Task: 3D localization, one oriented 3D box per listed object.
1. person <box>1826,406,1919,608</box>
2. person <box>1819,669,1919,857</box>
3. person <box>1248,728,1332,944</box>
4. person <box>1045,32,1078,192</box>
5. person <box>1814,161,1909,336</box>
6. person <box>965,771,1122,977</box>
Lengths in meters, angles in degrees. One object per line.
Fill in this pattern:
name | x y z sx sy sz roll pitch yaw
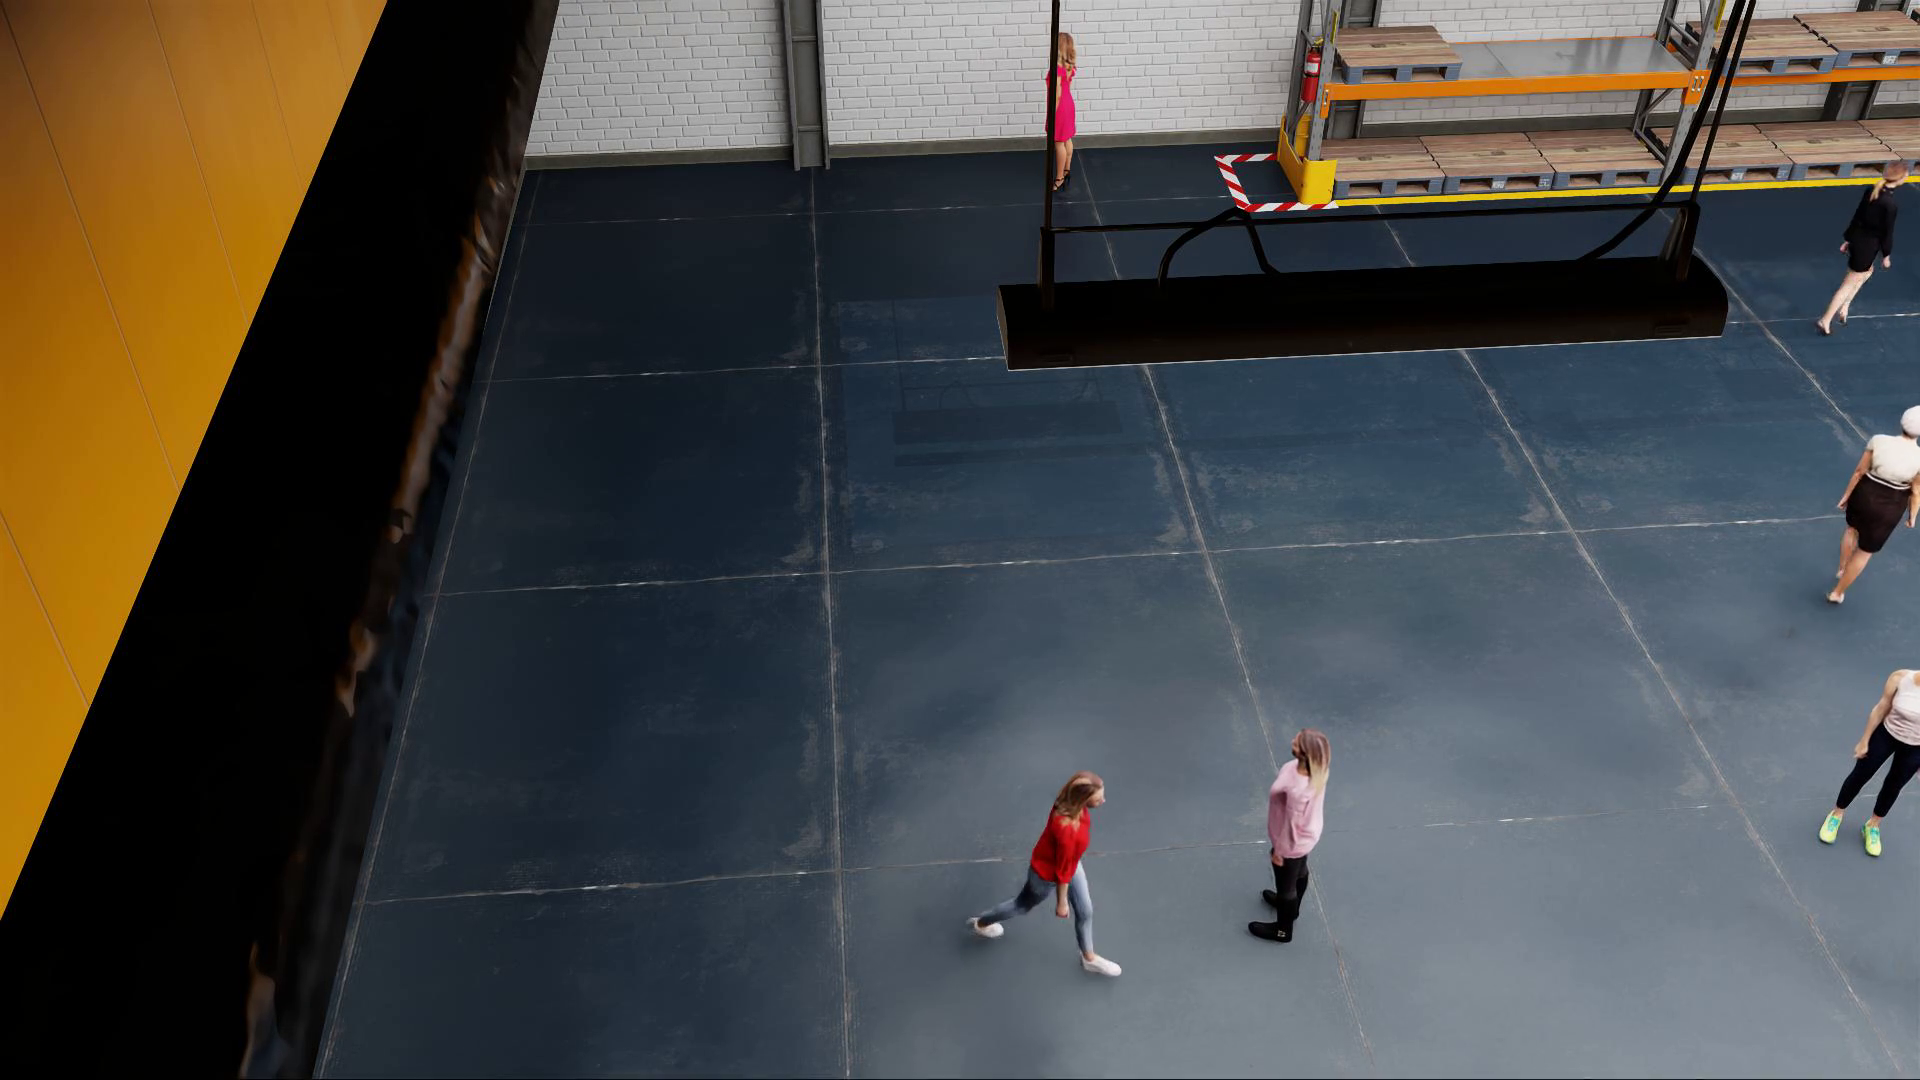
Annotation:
person | 6.660 -0.194 12.173 0.908 1.736 0.845 -30 47 -32
person | 5.855 1.266 10.372 0.628 1.702 0.744 15 41 18
person | 1.989 1.733 9.799 0.715 1.688 0.686 19 42 22
person | 1.084 -4.546 17.629 0.690 1.729 0.660 18 42 21
person | 8.183 -2.627 15.209 0.648 1.749 0.568 -2 39 -3
person | 0.461 1.900 9.630 1.274 1.637 0.932 10 40 12
